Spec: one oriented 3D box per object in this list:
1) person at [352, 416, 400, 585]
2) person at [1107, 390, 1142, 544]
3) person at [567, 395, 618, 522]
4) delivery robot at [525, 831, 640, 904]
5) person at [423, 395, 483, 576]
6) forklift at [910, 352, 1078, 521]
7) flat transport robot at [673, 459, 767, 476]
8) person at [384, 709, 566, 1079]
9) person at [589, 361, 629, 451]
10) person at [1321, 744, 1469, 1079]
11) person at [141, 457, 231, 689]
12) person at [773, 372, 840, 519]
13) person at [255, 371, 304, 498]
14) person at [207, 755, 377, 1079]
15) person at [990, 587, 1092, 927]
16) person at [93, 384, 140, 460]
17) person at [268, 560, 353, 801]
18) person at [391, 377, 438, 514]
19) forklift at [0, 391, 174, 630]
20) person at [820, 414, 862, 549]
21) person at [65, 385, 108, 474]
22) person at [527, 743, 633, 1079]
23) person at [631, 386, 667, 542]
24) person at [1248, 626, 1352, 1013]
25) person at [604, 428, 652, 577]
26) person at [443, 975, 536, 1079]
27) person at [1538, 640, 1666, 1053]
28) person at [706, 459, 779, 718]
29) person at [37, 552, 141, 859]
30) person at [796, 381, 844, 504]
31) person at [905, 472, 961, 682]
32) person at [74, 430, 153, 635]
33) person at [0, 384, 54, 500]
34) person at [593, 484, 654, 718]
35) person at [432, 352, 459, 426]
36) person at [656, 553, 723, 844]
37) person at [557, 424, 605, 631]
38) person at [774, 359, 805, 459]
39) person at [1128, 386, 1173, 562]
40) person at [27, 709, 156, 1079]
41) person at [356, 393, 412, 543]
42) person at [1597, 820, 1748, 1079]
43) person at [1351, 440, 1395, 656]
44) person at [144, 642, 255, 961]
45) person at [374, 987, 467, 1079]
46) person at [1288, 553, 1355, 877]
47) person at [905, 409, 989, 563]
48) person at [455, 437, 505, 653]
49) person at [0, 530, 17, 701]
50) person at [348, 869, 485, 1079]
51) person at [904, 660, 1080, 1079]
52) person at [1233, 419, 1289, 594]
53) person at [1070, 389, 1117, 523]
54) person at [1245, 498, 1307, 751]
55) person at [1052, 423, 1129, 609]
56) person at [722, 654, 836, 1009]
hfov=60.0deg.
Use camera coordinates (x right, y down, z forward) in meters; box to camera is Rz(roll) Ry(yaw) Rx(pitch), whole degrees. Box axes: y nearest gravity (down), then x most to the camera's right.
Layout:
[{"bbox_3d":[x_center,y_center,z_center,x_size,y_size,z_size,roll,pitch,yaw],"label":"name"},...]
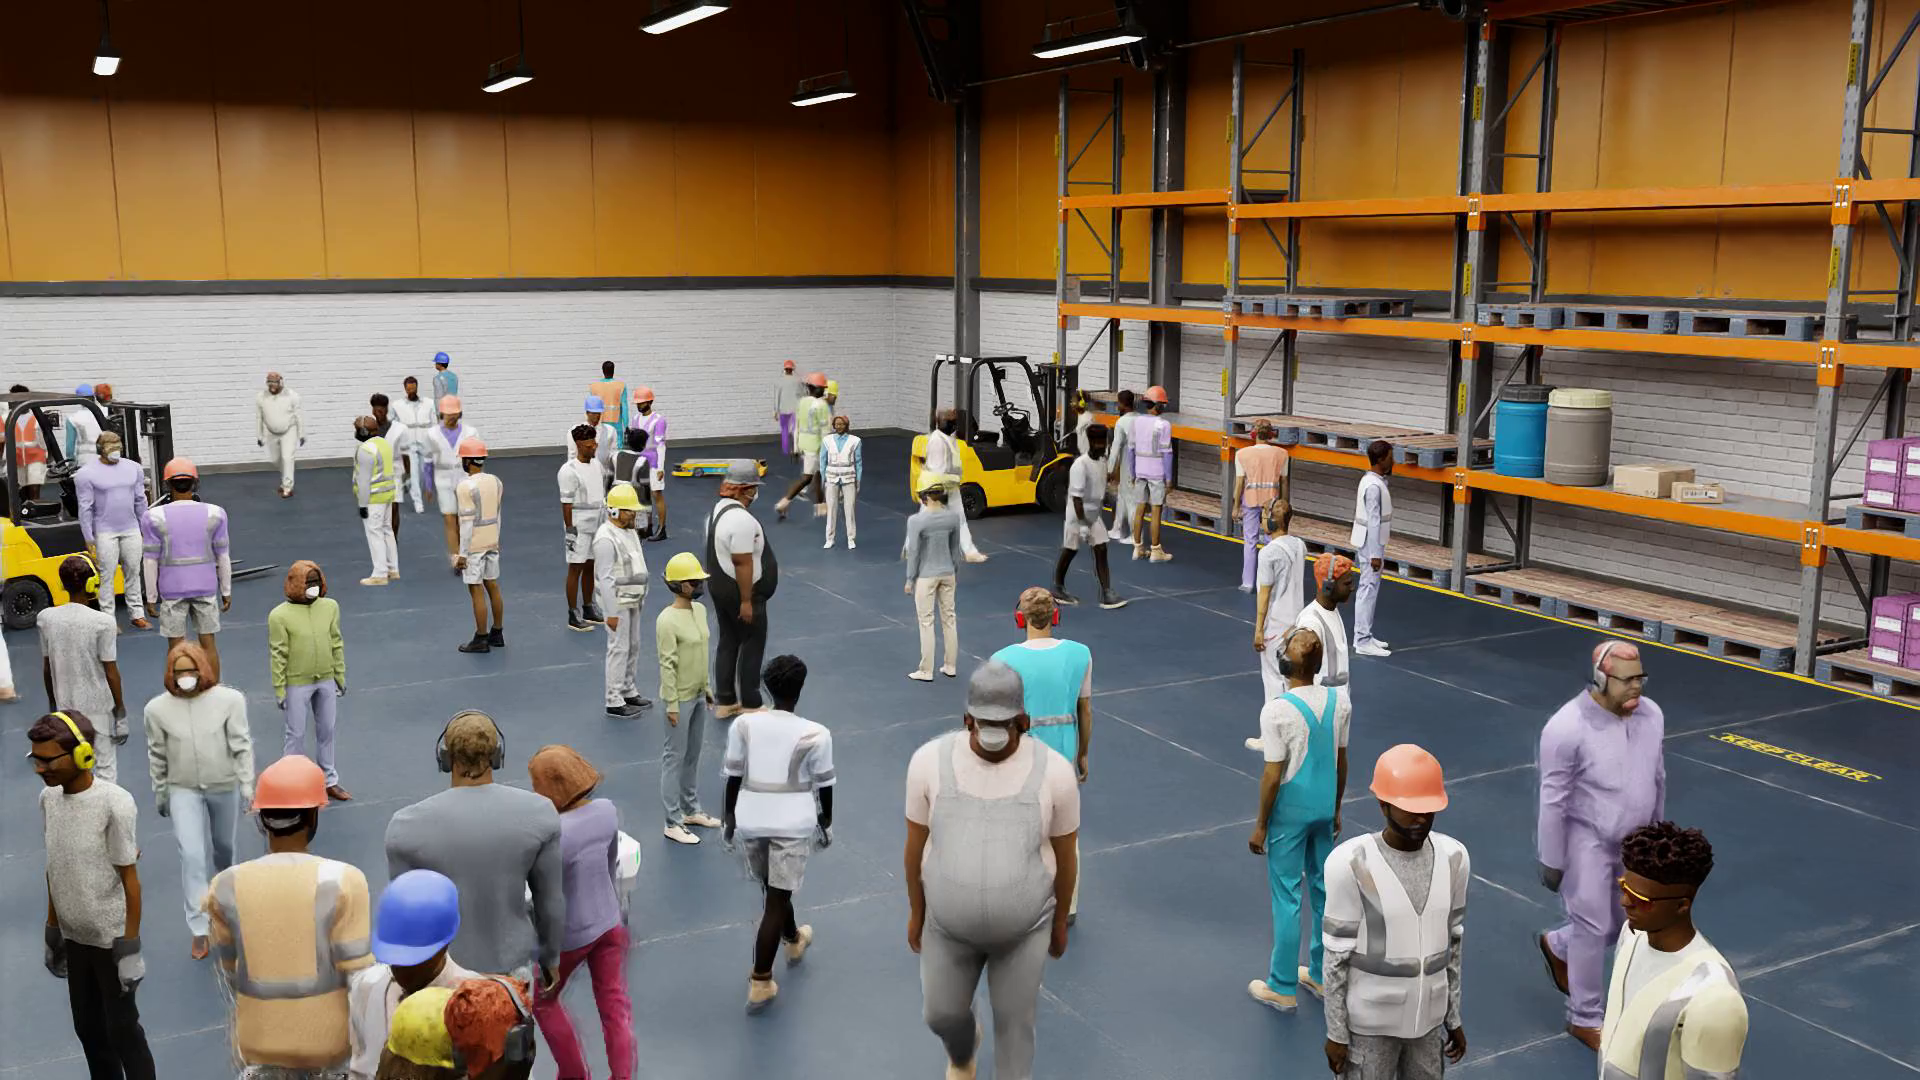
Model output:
[{"bbox_3d":[-6.328,-0.430,17.960,0.431,1.834,0.633,1,10,3],"label":"person"},{"bbox_3d":[1.965,-0.899,20.465,0.772,1.893,0.609,7,12,34],"label":"person"},{"bbox_3d":[-4.226,-0.703,19.211,0.610,1.939,0.419,-6,11,-29],"label":"person"},{"bbox_3d":[-2.071,1.741,8.843,0.707,0.478,0.477,-7,12,-34],"label":"delivery robot"},{"bbox_3d":[-5.638,-0.619,18.560,0.618,1.990,1.059,-4,11,-23],"label":"person"},{"bbox_3d":[0.460,-1.461,22.833,2.313,2.155,1.214,-5,11,-28],"label":"forklift"},{"bbox_3d":[-3.842,-1.167,26.673,1.431,0.197,0.652,0,10,-1],"label":"flat transport robot"},{"bbox_3d":[-1.772,1.574,6.143,0.636,1.928,0.386,-5,11,-27],"label":"person"},{"bbox_3d":[-5.385,-1.794,25.576,0.587,1.911,0.397,1,10,5],"label":"person"},{"bbox_3d":[1.509,1.637,5.737,0.547,1.938,0.359,-3,10,-17],"label":"person"},{"bbox_3d":[-5.912,0.376,12.733,0.613,2.033,0.412,-7,12,-34],"label":"person"},{"bbox_3d":[-2.068,-1.242,22.198,0.978,1.997,0.612,-6,11,-30],"label":"person"},{"bbox_3d":[-9.973,-1.574,24.467,0.660,1.868,0.771,0,10,-2],"label":"person"},{"bbox_3d":[-2.240,1.666,5.728,0.555,1.879,0.959,-1,10,-4],"label":"person"},{"bbox_3d":[0.423,1.162,8.759,0.563,1.836,0.389,-3,10,-16],"label":"person"},{"bbox_3d":[-11.282,-1.153,22.084,0.928,1.825,0.684,9,13,41],"label":"person"},{"bbox_3d":[-4.188,0.929,10.711,0.271,1.627,0.501,7,12,35],"label":"person"},{"bbox_3d":[-7.555,-1.341,23.073,0.591,1.877,0.961,-6,12,-31],"label":"person"},{"bbox_3d":[-9.026,-0.363,16.508,1.214,2.155,2.313,6,11,29],"label":"forklift"},{"bbox_3d":[-1.434,-0.708,20.088,0.513,1.641,0.309,0,10,2],"label":"person"},{"bbox_3d":[-11.084,-1.032,21.233,1.013,1.885,0.621,9,14,43],"label":"person"},{"bbox_3d":[-1.586,1.607,6.828,0.538,1.610,0.569,6,12,32],"label":"person"},{"bbox_3d":[-3.874,-0.943,20.621,0.544,1.930,0.389,7,12,37],"label":"person"},{"bbox_3d":[1.601,1.312,7.869,0.507,1.847,0.343,-5,11,-27],"label":"person"},{"bbox_3d":[-3.696,-0.405,18.291,0.685,1.661,0.340,4,11,21],"label":"person"},{"bbox_3d":[-1.129,1.992,4.103,0.780,1.838,0.627,-3,10,-15],"label":"person"},{"bbox_3d":[2.859,1.346,7.537,0.671,1.889,0.596,-4,11,-24],"label":"person"},{"bbox_3d":[-1.656,0.376,12.700,0.535,2.000,0.703,-5,11,-26],"label":"person"},{"bbox_3d":[-5.059,0.999,9.640,0.505,1.864,0.331,2,10,9],"label":"person"},{"bbox_3d":[-1.980,-1.398,23.734,0.935,1.765,0.625,3,10,18],"label":"person"},{"bbox_3d":[-0.233,0.307,13.910,0.522,1.761,0.322,-7,12,-35],"label":"person"},{"bbox_3d":[-7.925,-0.070,15.606,0.385,1.929,0.635,7,12,37],"label":"person"},{"bbox_3d":[-11.856,-1.021,21.102,0.626,1.923,1.019,-3,10,-18],"label":"person"},{"bbox_3d":[-2.603,0.469,12.818,0.403,1.817,0.601,1,10,7],"label":"person"},{"bbox_3d":[-8.429,-2.107,27.252,0.384,1.951,0.605,2,10,12],"label":"person"},{"bbox_3d":[-1.665,0.951,10.168,0.301,1.772,0.525,3,10,17],"label":"person"},{"bbox_3d":[-3.567,-0.131,15.831,0.370,1.965,0.608,4,11,22],"label":"person"},{"bbox_3d":[-2.953,-2.276,28.920,0.568,1.717,0.808,-2,10,-10],"label":"person"},{"bbox_3d":[2.237,-0.766,19.276,0.395,2.038,0.615,-9,13,-42],"label":"person"},{"bbox_3d":[-3.365,1.557,6.446,0.524,1.857,0.345,5,11,26],"label":"person"},{"bbox_3d":[-6.764,-0.775,19.578,0.616,1.948,0.532,-2,10,-11],"label":"person"},{"bbox_3d":[2.069,1.769,4.926,0.373,1.959,0.605,0,10,0],"label":"person"},{"bbox_3d":[3.683,0.064,14.849,0.382,1.917,0.596,2,10,11],"label":"person"},{"bbox_3d":[-3.971,1.289,8.726,0.495,1.595,0.830,-4,11,-23],"label":"person"},{"bbox_3d":[-1.361,1.983,4.369,0.435,1.723,0.518,0,10,-1],"label":"person"},{"bbox_3d":[2.075,1.002,9.567,0.360,1.880,0.575,5,11,25],"label":"person"},{"bbox_3d":[-0.190,-0.613,19.139,0.982,1.792,0.645,3,10,19],"label":"person"},{"bbox_3d":[-4.328,0.044,14.905,0.356,1.936,0.551,3,10,19],"label":"person"},{"bbox_3d":[-7.928,0.409,13.288,0.993,1.783,0.644,6,12,32],"label":"person"},{"bbox_3d":[-1.474,1.827,4.695,0.634,1.928,0.423,5,11,27],"label":"person"},{"bbox_3d":[0.124,1.437,6.591,0.698,2.000,0.645,1,10,6],"label":"person"},{"bbox_3d":[3.148,-0.344,17.405,0.570,1.843,0.373,-1,10,-5],"label":"person"},{"bbox_3d":[1.753,-1.040,21.464,0.735,1.835,0.531,-1,10,-3],"label":"person"},{"bbox_3d":[2.292,0.609,11.961,0.349,1.837,0.502,9,14,43],"label":"person"},{"bbox_3d":[1.292,-0.233,16.637,1.010,1.884,0.614,8,13,40],"label":"person"},{"bbox_3d":[-0.852,1.371,8.074,0.539,1.638,0.824,4,10,20],"label":"person"}]
